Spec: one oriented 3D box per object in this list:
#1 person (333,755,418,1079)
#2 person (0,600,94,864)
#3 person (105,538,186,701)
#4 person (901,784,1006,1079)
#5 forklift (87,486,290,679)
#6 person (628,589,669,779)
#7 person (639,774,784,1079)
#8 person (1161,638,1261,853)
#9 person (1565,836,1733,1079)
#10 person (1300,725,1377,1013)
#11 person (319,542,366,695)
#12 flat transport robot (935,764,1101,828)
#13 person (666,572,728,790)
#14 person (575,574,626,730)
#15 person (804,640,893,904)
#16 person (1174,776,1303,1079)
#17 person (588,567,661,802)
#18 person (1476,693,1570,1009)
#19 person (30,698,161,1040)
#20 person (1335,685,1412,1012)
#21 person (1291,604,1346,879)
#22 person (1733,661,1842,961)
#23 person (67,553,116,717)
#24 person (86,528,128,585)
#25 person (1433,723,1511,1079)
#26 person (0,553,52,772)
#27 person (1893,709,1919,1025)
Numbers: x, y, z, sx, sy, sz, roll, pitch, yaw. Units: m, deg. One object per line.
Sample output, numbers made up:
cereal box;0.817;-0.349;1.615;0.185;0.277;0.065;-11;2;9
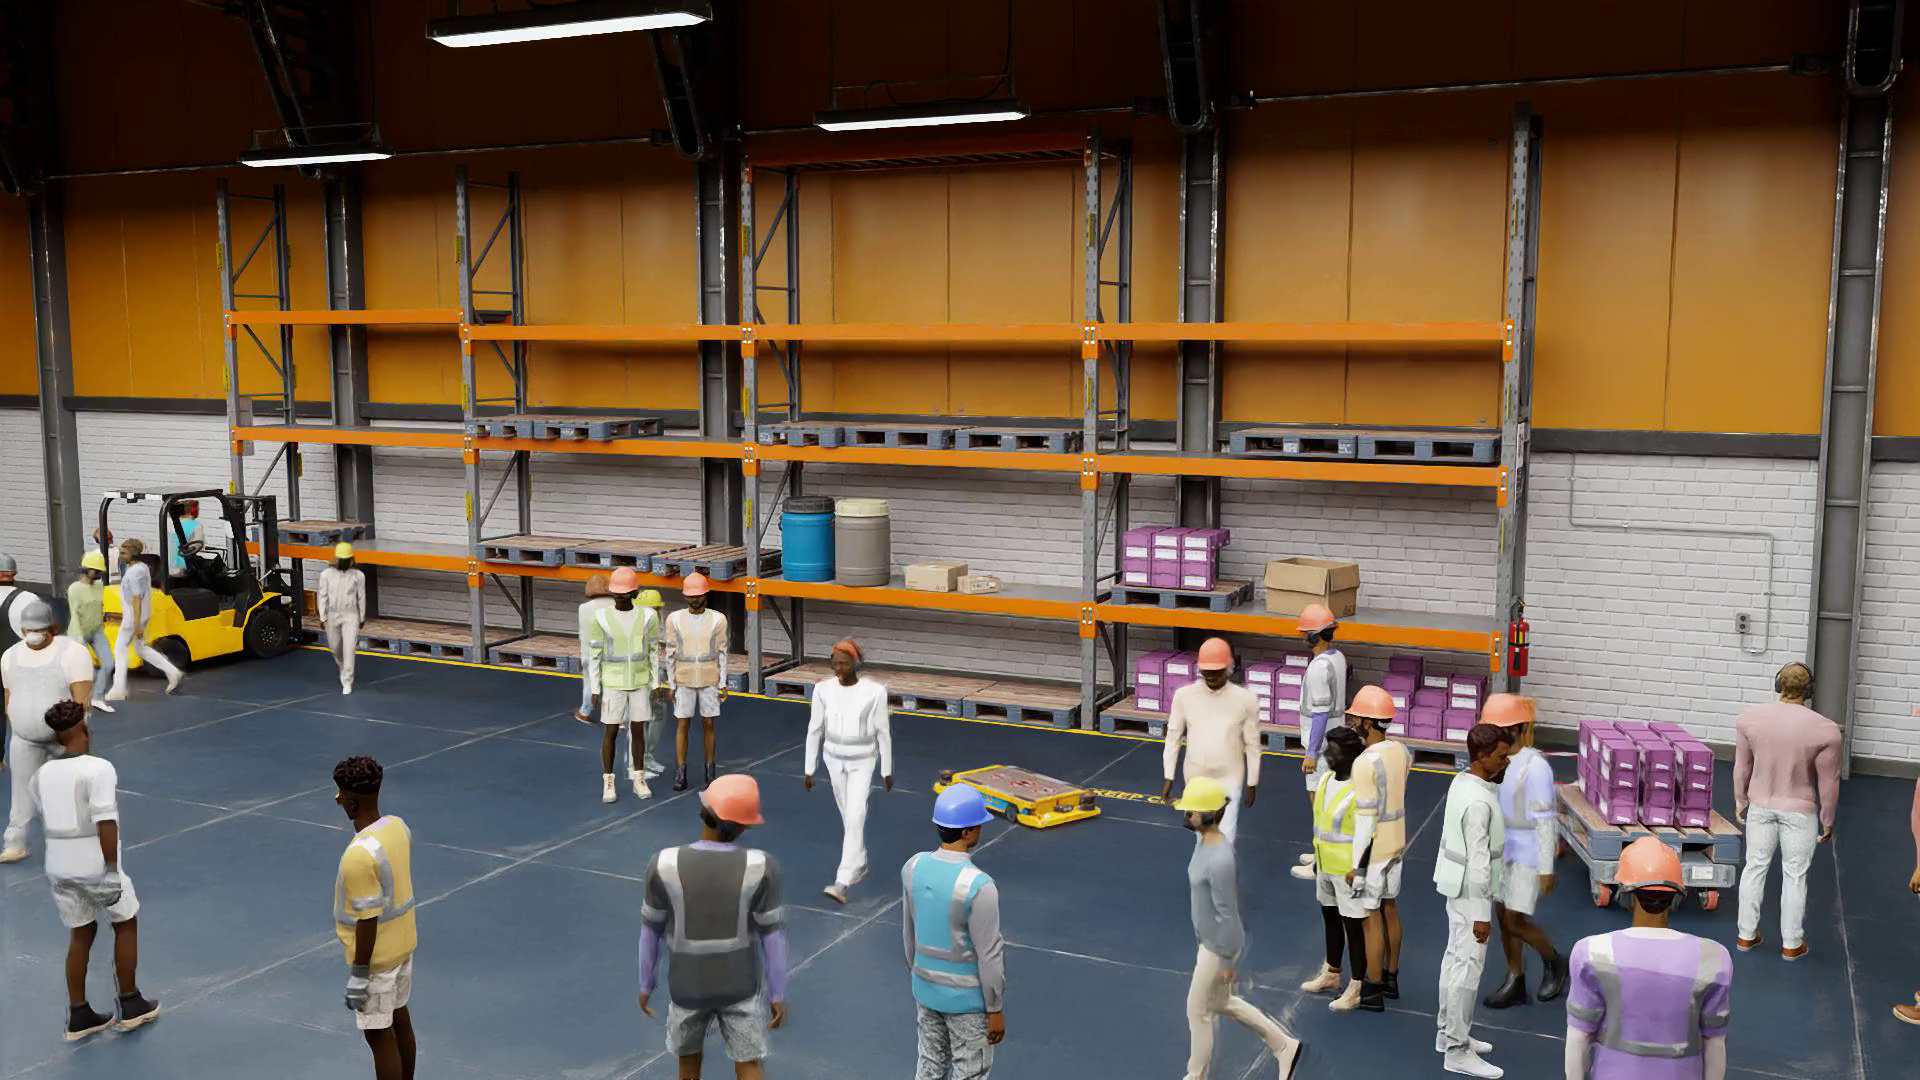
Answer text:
person;-2.877;2.020;8.182;0.374;1.963;0.608;0;7;-1
person;-7.124;1.401;12.980;0.686;2.000;1.054;-1;7;-10
person;-9.075;0.869;18.363;0.831;1.805;0.523;-1;7;-11
person;-0.015;2.086;7.697;0.389;1.949;0.603;-6;9;-43
forklift;-9.426;0.454;20.179;1.214;2.155;2.313;3;8;26
person;-2.807;1.305;15.046;0.501;1.730;0.488;-2;7;-13
person;-1.153;2.073;7.621;0.690;2.011;0.771;-1;7;-9
person;1.695;1.645;11.309;0.635;1.953;0.866;3;7;20
person;2.702;2.181;6.593;0.603;2.035;0.403;2;7;12
person;2.265;1.945;9.905;0.315;1.696;0.552;-2;7;-19
person;-6.982;0.851;18.853;0.492;1.711;0.736;-2;7;-13
flat transport robot;0.473;2.143;14.104;0.652;0.197;1.431;-5;9;-38
person;-2.320;1.244;14.693;0.543;1.939;0.370;-1;7;-10
person;-3.671;1.138;17.003;0.515;1.589;0.878;-6;9;-40
person;-0.831;1.638;11.873;0.605;1.827;0.979;3;7;22
person;1.412;2.075;8.631;0.719;1.742;0.535;0;7;3
person;-2.876;1.237;14.330;0.614;2.039;0.383;-3;8;-24
person;3.299;1.848;9.813;0.554;1.911;0.600;-2;7;-17
person;-5.007;1.876;9.575;0.698;1.915;0.568;2;7;16
person;2.449;1.824;9.899;0.370;1.939;0.543;6;9;40
person;2.639;1.485;12.295;0.390;2.036;0.614;3;8;26
person;5.299;1.736;10.696;0.630;1.933;0.369;6;9;41
person;-9.158;1.005;17.505;0.513;1.736;0.545;2;7;19
person;-10.636;0.659;20.762;0.309;1.639;0.514;6;9;41
person;2.780;1.935;9.079;0.370;1.914;0.596;1;7;9
person;-8.753;1.116;15.333;0.684;2.000;0.535;-2;7;-17
person;5.701;1.826;9.661;0.618;1.990;0.394;-5;9;-37
